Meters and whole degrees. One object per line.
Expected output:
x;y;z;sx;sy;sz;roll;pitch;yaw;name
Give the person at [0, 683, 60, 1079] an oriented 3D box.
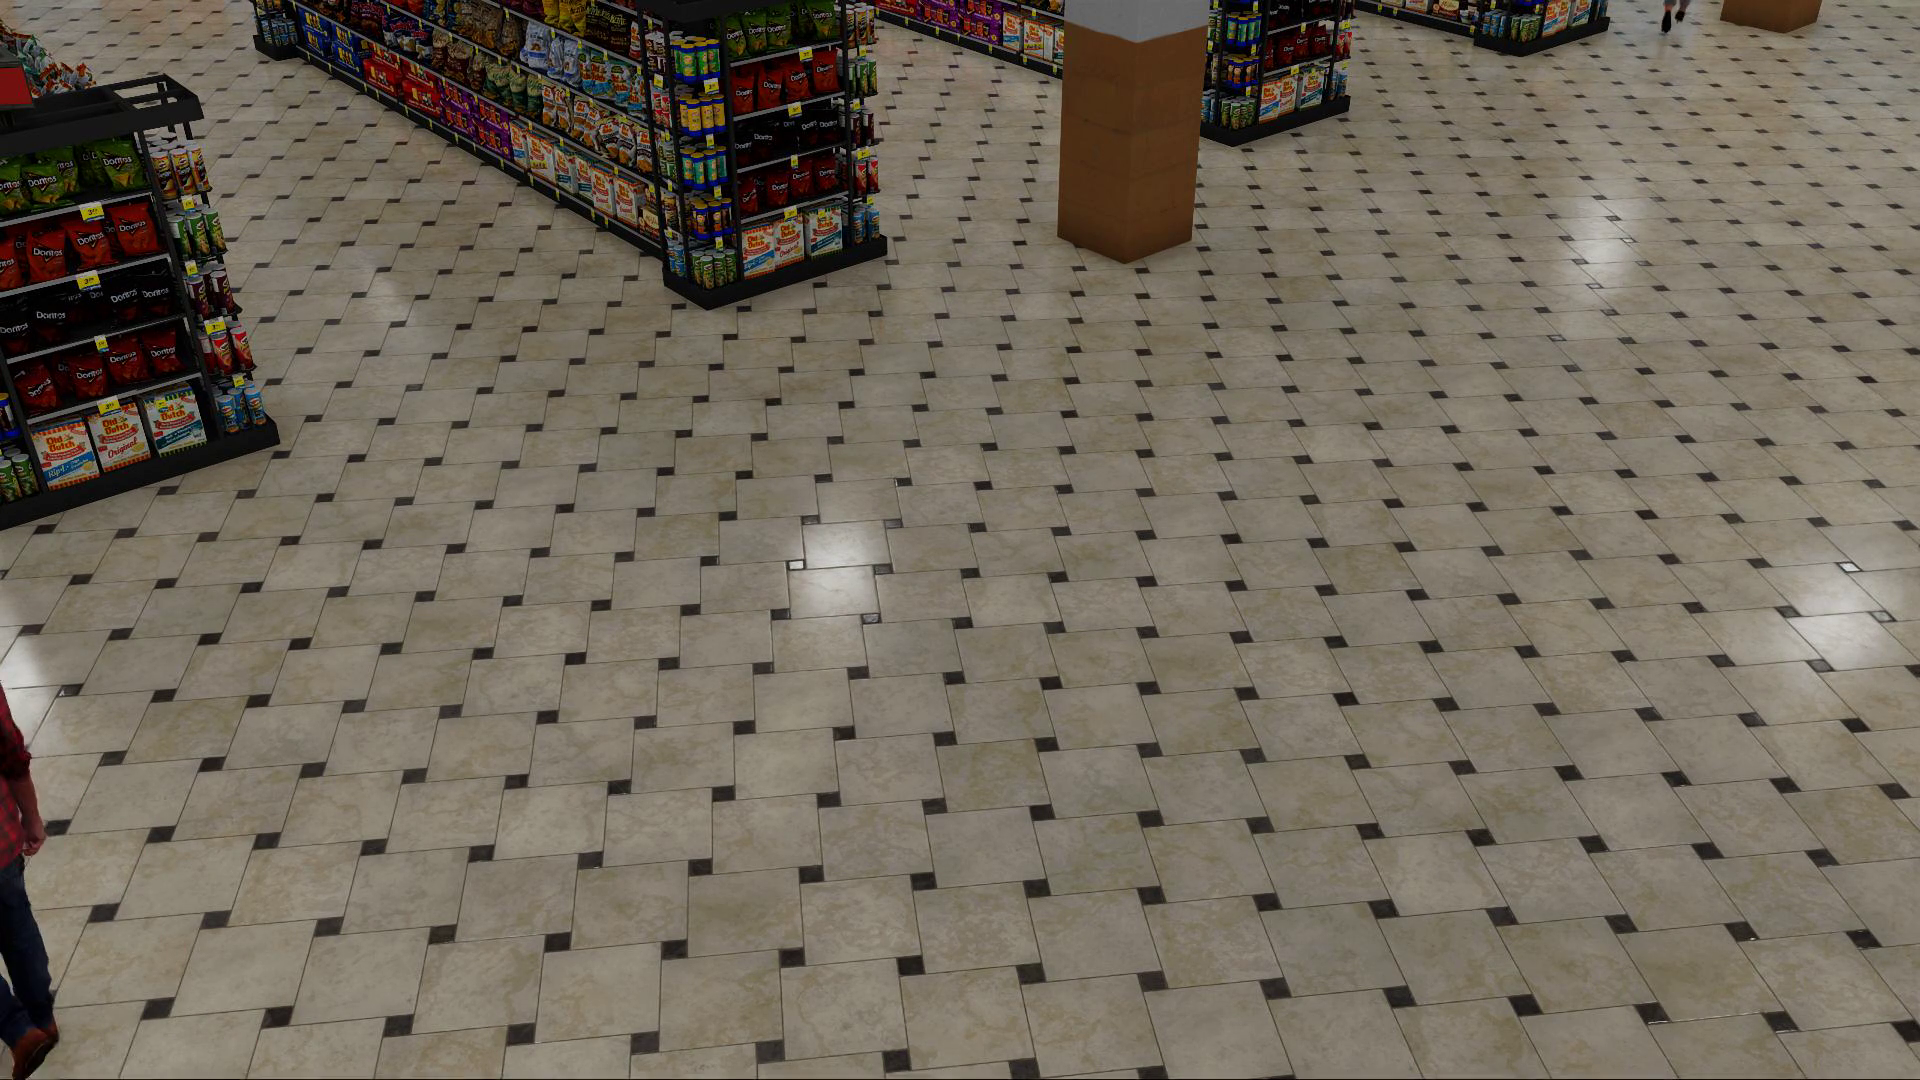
-3.138;1.009;5.283;0.900;1.811;0.786;23;38;32;person
